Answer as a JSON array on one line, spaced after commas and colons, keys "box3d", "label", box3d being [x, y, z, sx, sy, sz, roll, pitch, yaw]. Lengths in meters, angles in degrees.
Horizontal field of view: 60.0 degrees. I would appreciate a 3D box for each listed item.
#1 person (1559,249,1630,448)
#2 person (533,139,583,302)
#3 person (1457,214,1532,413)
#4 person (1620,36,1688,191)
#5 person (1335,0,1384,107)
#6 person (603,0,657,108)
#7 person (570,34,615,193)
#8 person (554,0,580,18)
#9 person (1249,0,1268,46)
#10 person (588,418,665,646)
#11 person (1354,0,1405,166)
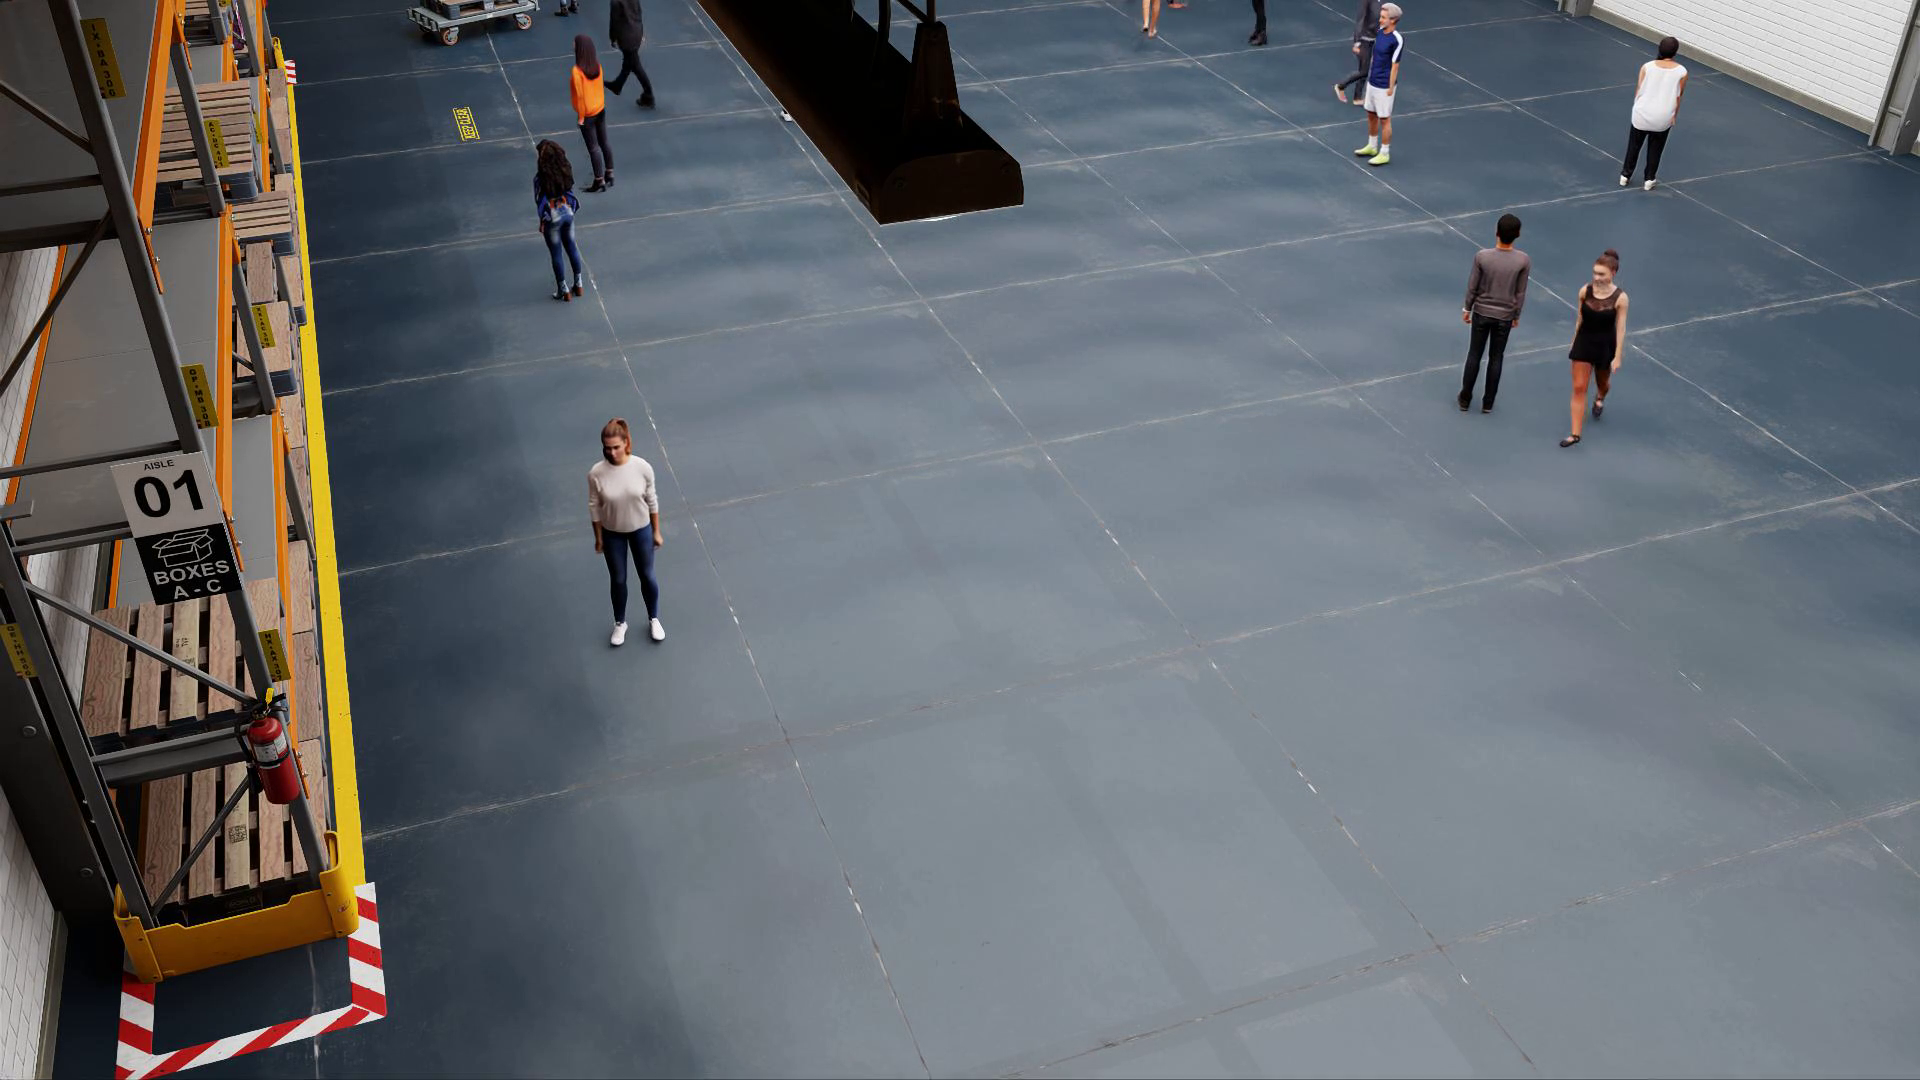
[{"box3d": [5.322, -1.624, 13.829, 1.117, 1.645, 1.044, 23, 40, 30], "label": "person"}, {"box3d": [-3.894, -3.104, 16.080, 0.704, 1.618, 0.703, 27, 42, 34], "label": "person"}, {"box3d": [4.538, -1.918, 14.162, 0.701, 1.767, 0.730, 4, 34, 5], "label": "person"}, {"box3d": [7.718, -4.766, 18.518, 0.757, 1.686, 0.819, 15, 36, 21], "label": "person"}, {"box3d": [5.006, -6.282, 20.773, 0.841, 1.715, 0.772, 23, 40, 30], "label": "person"}, {"box3d": [-4.059, -6.233, 20.692, 1.175, 1.724, 1.084, 16, 37, 23], "label": "person"}, {"box3d": [-4.073, -4.726, 18.402, 0.765, 1.749, 0.695, 13, 36, 18], "label": "person"}, {"box3d": [-5.811, -8.497, 24.102, 0.699, 1.719, 0.669, 21, 39, 28], "label": "person"}, {"box3d": [4.160, -7.748, 22.961, 0.842, 1.735, 0.758, 21, 39, 28], "label": "person"}, {"box3d": [-2.277, -0.047, 11.389, 0.648, 1.719, 0.569, -6, 34, -9], "label": "person"}, {"box3d": [4.864, -5.262, 19.132, 0.676, 1.834, 0.457, -11, 35, -16], "label": "person"}]
